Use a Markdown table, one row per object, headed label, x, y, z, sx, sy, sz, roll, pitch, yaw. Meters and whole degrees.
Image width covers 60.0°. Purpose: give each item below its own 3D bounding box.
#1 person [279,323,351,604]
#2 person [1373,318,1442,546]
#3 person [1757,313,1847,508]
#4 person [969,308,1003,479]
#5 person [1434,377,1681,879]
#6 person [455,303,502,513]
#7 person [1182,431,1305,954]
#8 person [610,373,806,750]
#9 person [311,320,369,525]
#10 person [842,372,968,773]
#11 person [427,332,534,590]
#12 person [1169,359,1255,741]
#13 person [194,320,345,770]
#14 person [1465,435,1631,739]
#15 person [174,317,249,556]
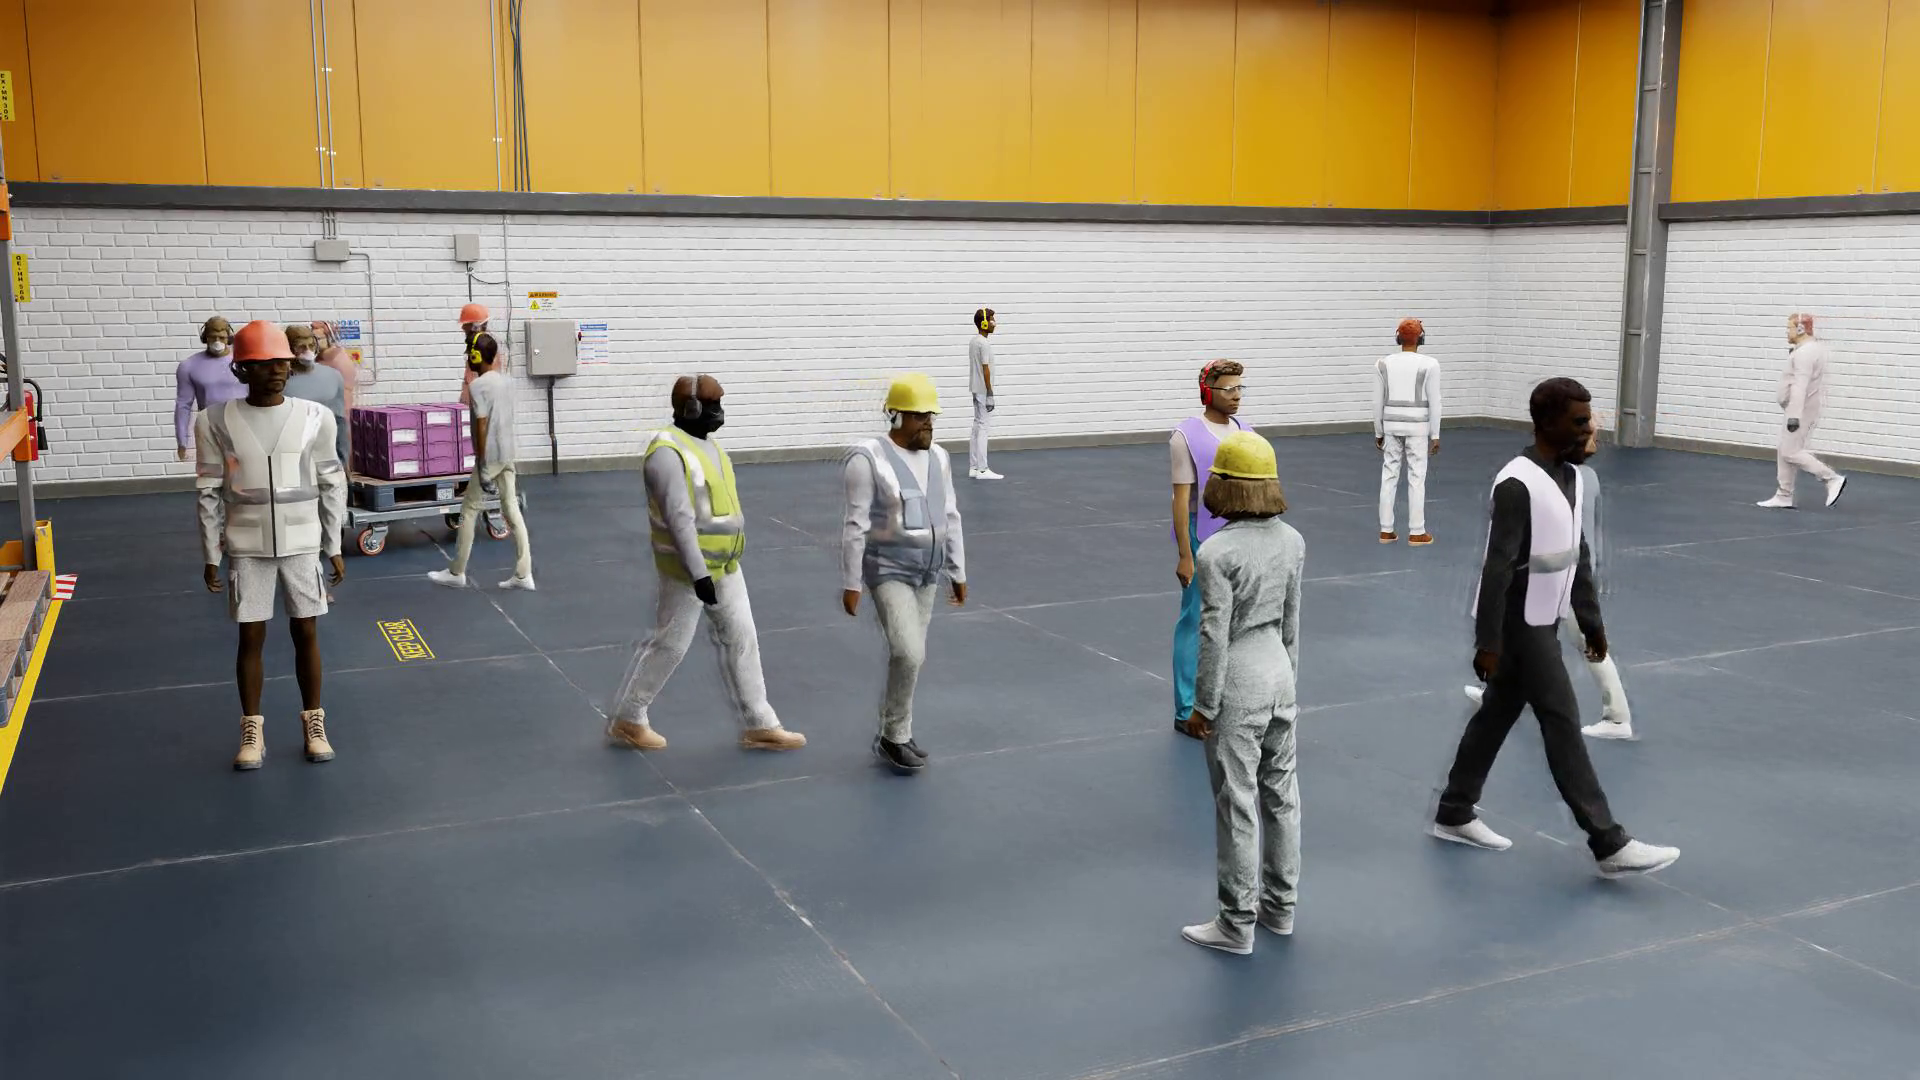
| label | x | y | z | sx | sy | sz | roll | pitch | yaw |
| --- | --- | --- | --- | --- | --- | --- | --- | --- | --- |
| person | -4.490 | -0.523 | 11.392 | 0.512 | 1.920 | 0.644 | 8 | 12 | 40 |
| person | 3.711 | -0.891 | 13.800 | 0.580 | 1.884 | 0.352 | 7 | 11 | 36 |
| person | 8.029 | -1.207 | 15.769 | 0.671 | 1.880 | 0.652 | 5 | 10 | 29 |
| person | 0.268 | -1.597 | 18.239 | 0.328 | 1.867 | 0.514 | -3 | 10 | -17 |
| person | 2.267 | 0.325 | 6.285 | 0.982 | 1.864 | 0.621 | 7 | 11 | 37 |
| person | -4.533 | -1.225 | 15.595 | 0.591 | 1.971 | 0.633 | 0 | 9 | -2 |
| person | 0.939 | 0.505 | 5.568 | 0.487 | 1.744 | 0.313 | -8 | 12 | -39 |
| person | -1.243 | 0.118 | 7.818 | 0.918 | 1.795 | 0.619 | 3 | 10 | 20 |
| person | -5.483 | -1.010 | 14.660 | 0.948 | 1.863 | 0.661 | -8 | 12 | -41 |
| person | -0.201 | 0.153 | 7.520 | 0.532 | 1.811 | 0.632 | 8 | 12 | 42 |
| person | -3.425 | -0.557 | 11.892 | 0.901 | 1.830 | 0.528 | 4 | 10 | 23 |
| person | 1.234 | 0.037 | 8.156 | 0.565 | 1.846 | 0.390 | -9 | 13 | -44 |
| person | -3.139 | 0.025 | 7.607 | 0.614 | 2.046 | 0.362 | -4 | 10 | -24 |
| person | 2.955 | 0.163 | 8.215 | 0.897 | 1.574 | 0.503 | 7 | 12 | 39 |
| person | -5.819 | -0.789 | 13.083 | 0.665 | 1.907 | 0.755 | -3 | 10 | -16 |
